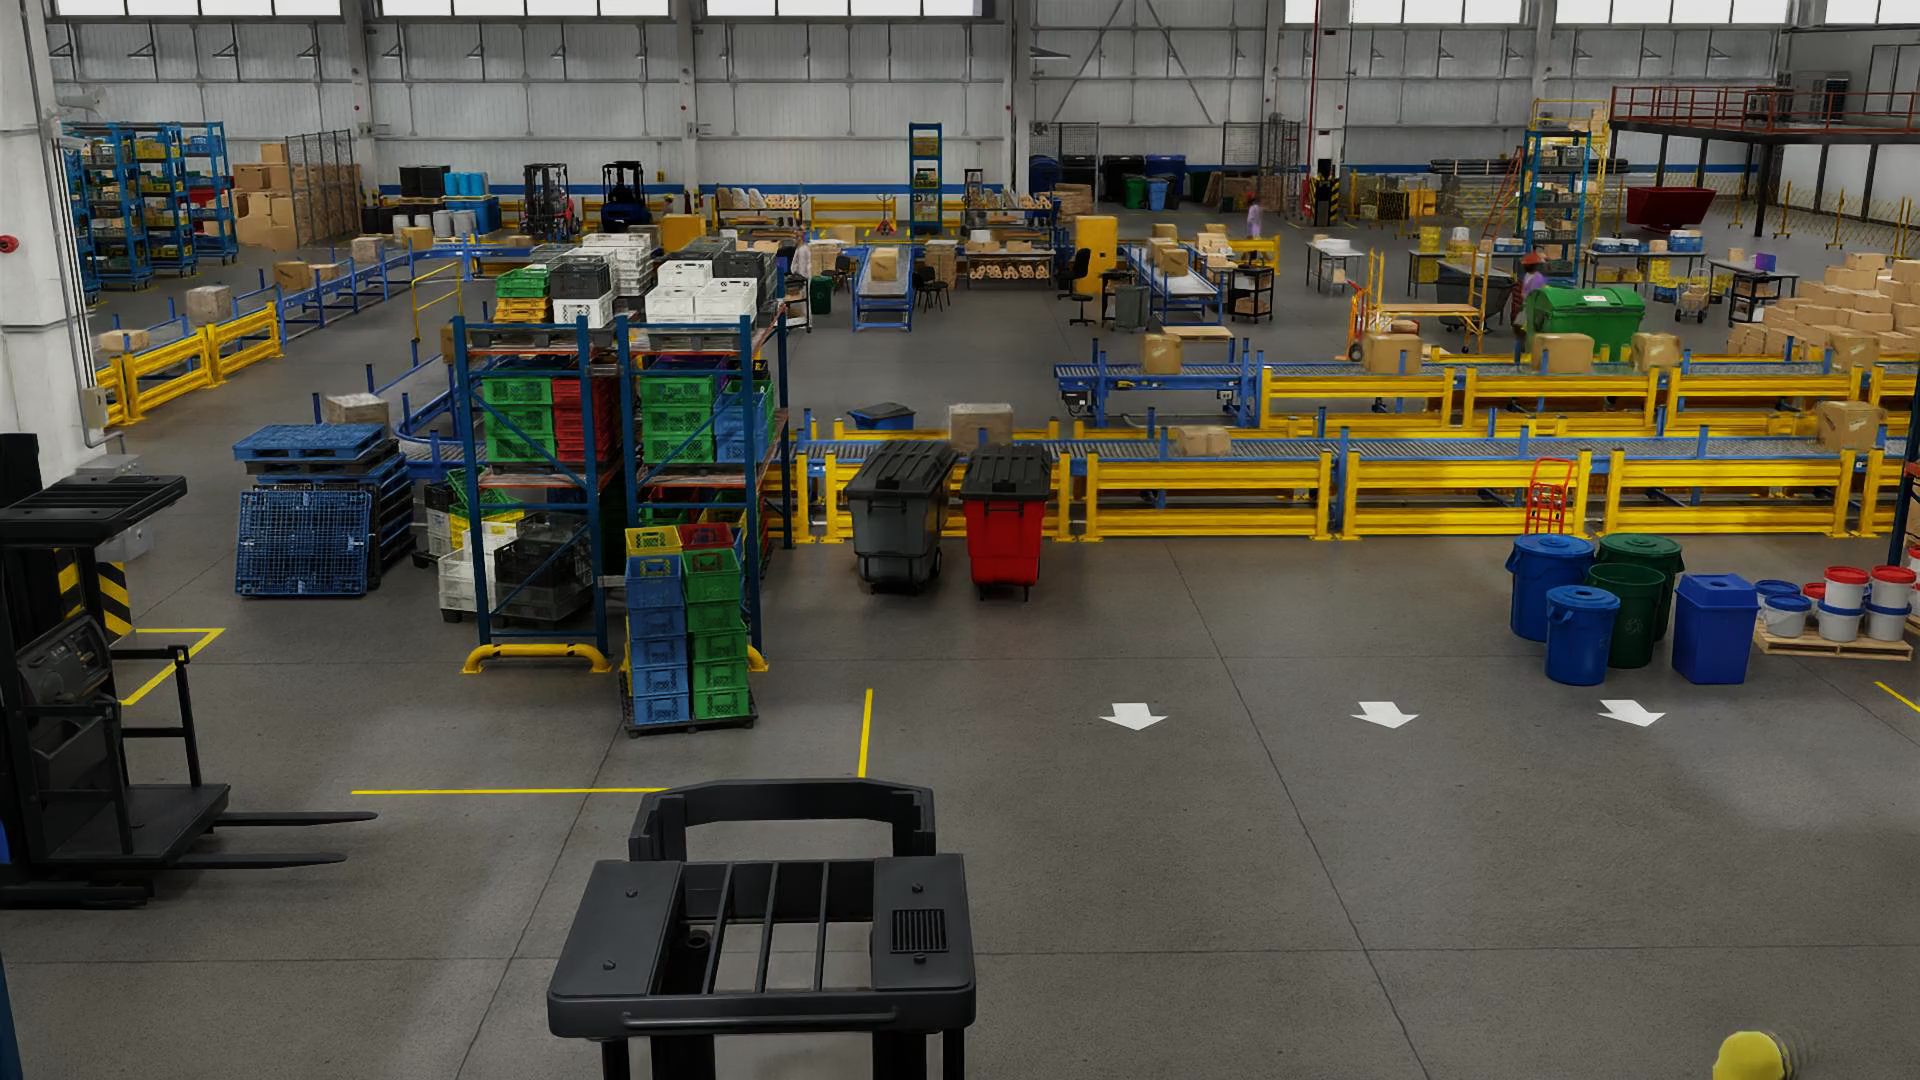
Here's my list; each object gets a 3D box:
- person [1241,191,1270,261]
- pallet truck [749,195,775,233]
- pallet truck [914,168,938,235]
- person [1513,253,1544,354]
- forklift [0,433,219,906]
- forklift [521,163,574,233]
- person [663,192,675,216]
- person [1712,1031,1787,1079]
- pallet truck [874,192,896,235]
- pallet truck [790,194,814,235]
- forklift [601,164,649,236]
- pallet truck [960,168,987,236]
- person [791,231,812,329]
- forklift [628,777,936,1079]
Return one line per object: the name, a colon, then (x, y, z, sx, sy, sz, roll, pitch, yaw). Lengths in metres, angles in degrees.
person: (7.341, -7.674, 41.370, 1.101, 1.984, 0.614, 4, 17, 14)
pallet truck: (-6.051, -9.967, 50.660, 0.680, 1.201, 1.601, 0, 16, -1)
pallet truck: (-0.989, -10.316, 50.507, 0.823, 1.965, 1.885, 1, 16, 3)
person: (9.788, -3.963, 28.573, 0.464, 1.920, 0.563, -4, 16, -12)
forklift: (-5.952, 0.780, 10.366, 1.873, 2.768, 1.129, 0, 16, -1)
forklift: (-12.233, -10.122, 49.298, 1.157, 1.987, 2.680, 0, 16, -1)
person: (-7.637, -8.251, 43.757, 0.388, 1.751, 0.541, -10, 19, -30)
person: (2.819, 2.598, 6.126, 0.940, 1.709, 0.528, -11, 20, -34)
pallet truck: (-2.277, -9.986, 50.594, 0.653, 1.274, 1.630, 0, 16, -1)
pallet truck: (-4.814, -9.883, 50.259, 0.704, 1.261, 1.522, -1, 16, -3)
forklift: (-9.948, -10.127, 49.296, 1.157, 1.987, 2.680, -1, 16, -3)
pallet truck: (0.383, -10.230, 50.206, 0.823, 1.965, 1.885, -1, 16, -3)
person: (-3.112, -5.097, 32.553, 0.396, 1.899, 0.644, -1, 16, -4)
forklift: (-0.542, 2.165, 5.552, 1.129, 2.768, 1.873, -1, 16, -2)
